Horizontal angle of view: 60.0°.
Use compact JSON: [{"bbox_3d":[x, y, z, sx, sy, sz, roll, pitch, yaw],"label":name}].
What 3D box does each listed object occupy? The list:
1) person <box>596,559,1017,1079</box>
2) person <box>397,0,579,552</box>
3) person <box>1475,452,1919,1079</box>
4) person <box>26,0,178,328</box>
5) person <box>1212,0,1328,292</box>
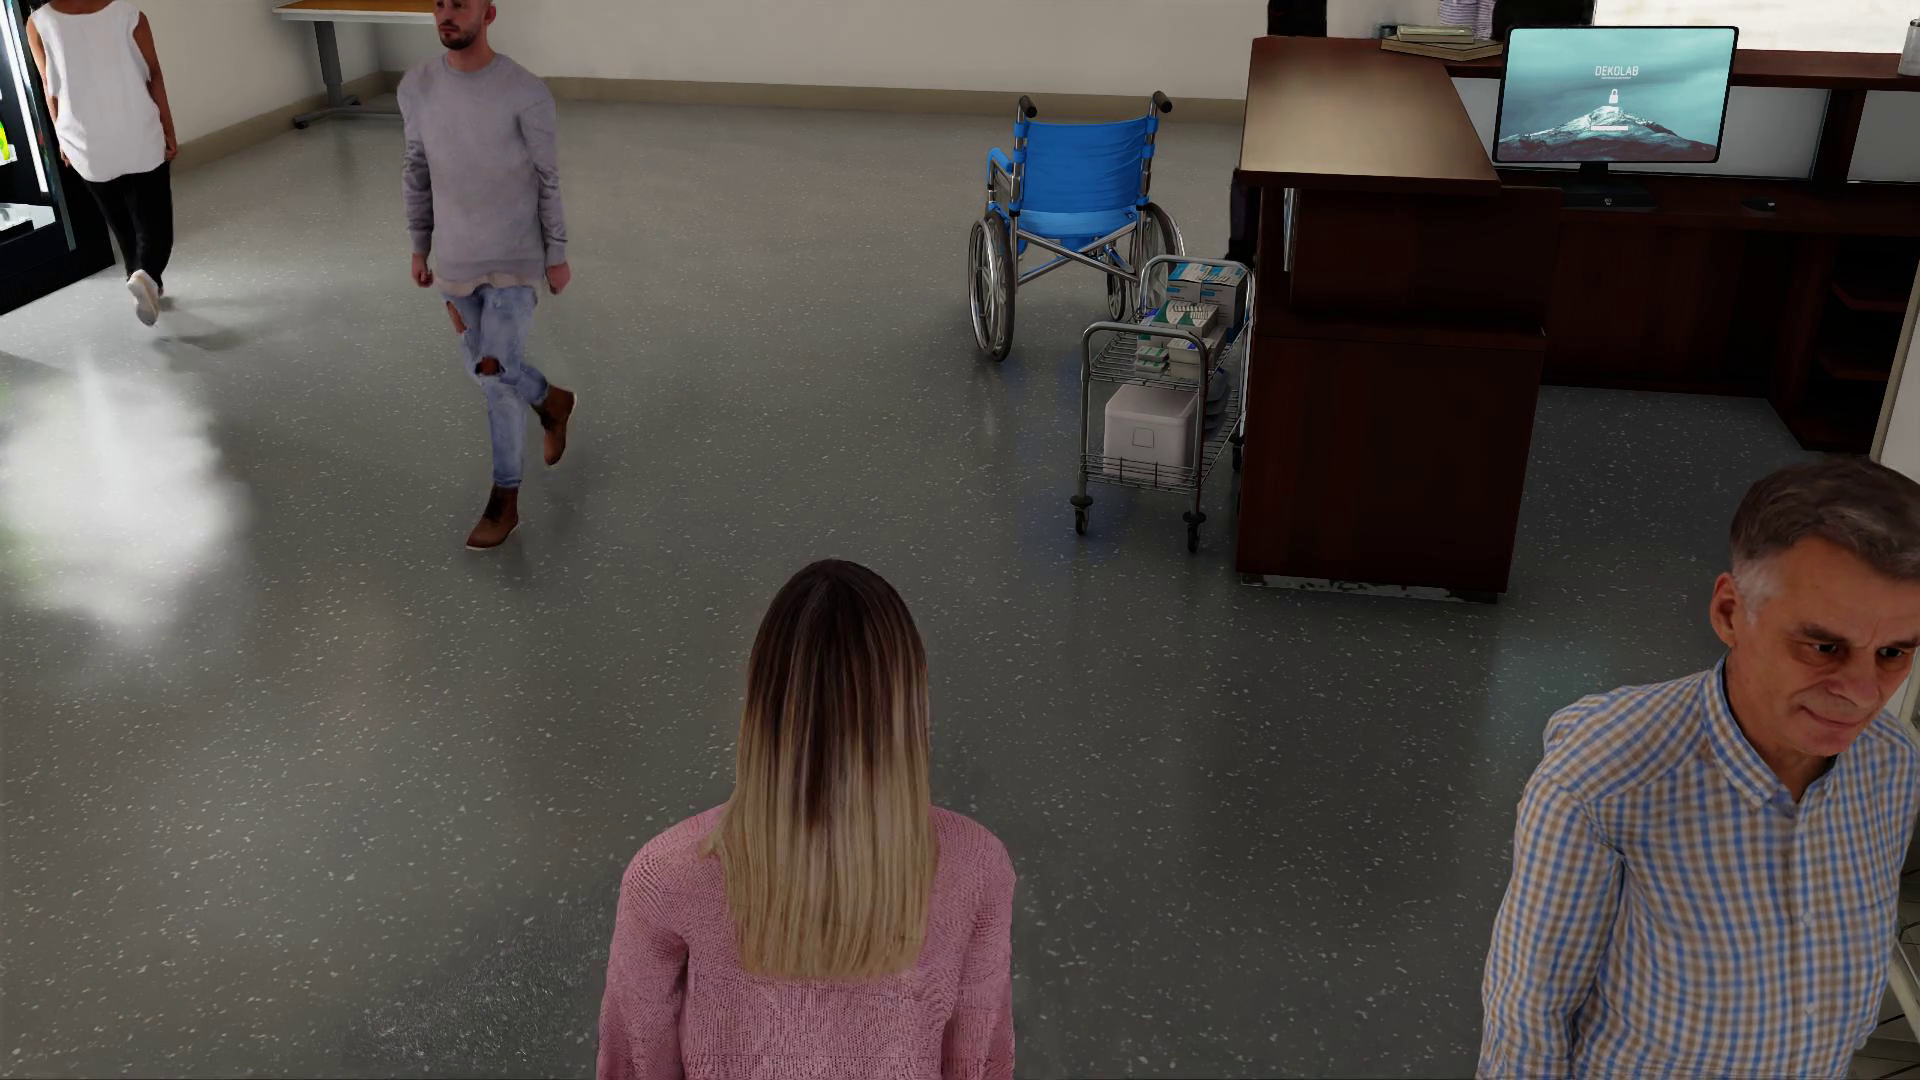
[{"bbox_3d":[-0.153,0.864,1.889,0.913,1.646,1.185,-6,26,-13],"label":"person"},{"bbox_3d":[-1.514,-0.940,5.434,0.766,1.817,1.125,7,27,14],"label":"person"},{"bbox_3d":[0.827,0.713,2.008,0.726,1.815,0.705,-6,26,-12],"label":"person"},{"bbox_3d":[-3.737,-1.766,7.319,0.855,1.667,1.083,-4,26,-8],"label":"person"},{"bbox_3d":[1.599,-2.064,7.686,0.755,1.885,1.093,4,26,8],"label":"person"}]
